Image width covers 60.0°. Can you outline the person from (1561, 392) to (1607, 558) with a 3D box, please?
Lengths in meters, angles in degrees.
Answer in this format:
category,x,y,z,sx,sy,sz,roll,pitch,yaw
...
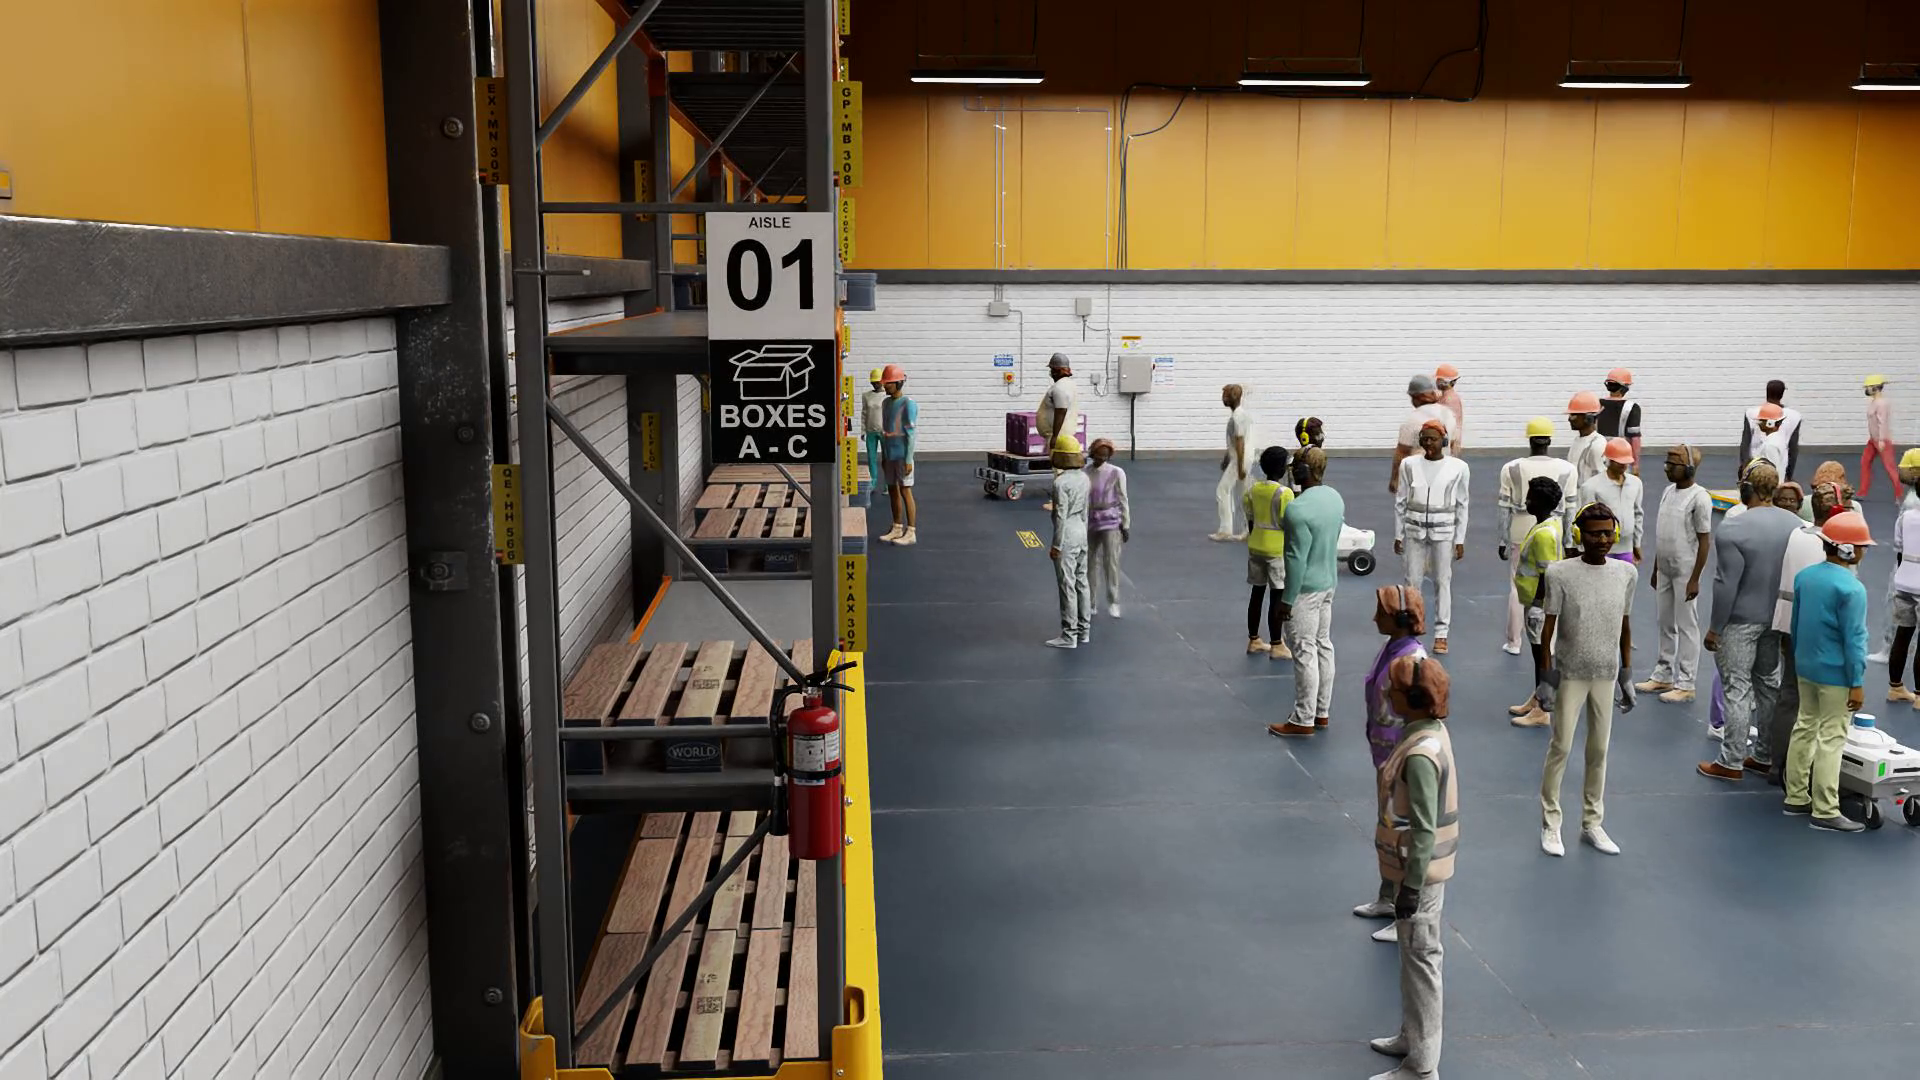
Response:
category,x,y,z,sx,sy,sz,roll,pitch,yaw
person,5.333,-0.255,14.310,0.391,2.040,0.614,0,9,2

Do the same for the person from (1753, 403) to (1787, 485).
category,x,y,z,sx,sy,sz,roll,pitch,yaw
person,8.116,-0.500,16.751,0.332,1.750,0.573,5,10,29

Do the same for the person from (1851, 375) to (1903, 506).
category,x,y,z,sx,sy,sz,roll,pitch,yaw
person,12.231,-1.321,22.039,0.639,1.721,0.590,2,9,15

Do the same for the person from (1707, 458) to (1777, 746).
category,x,y,z,sx,sy,sz,roll,pitch,yaw
person,5.113,0.390,10.806,0.313,1.869,0.538,9,13,44

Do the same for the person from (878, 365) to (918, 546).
category,x,y,z,sx,sy,sz,roll,pitch,yaw
person,-0.722,-0.951,18.717,0.407,2.034,0.608,-6,11,-35

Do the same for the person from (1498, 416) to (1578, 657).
category,x,y,z,sx,sy,sz,roll,pitch,yaw
person,4.580,-0.025,13.254,0.587,1.919,0.397,2,9,14

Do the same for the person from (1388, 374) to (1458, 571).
category,x,y,z,sx,sy,sz,roll,pitch,yaw
person,4.677,-0.708,17.162,0.708,2.000,0.703,-6,11,-32

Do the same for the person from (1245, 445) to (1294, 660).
category,x,y,z,sx,sy,sz,roll,pitch,yaw
person,2.470,0.099,13.167,0.319,1.698,0.532,-5,11,-31

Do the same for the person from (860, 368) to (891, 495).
category,x,y,z,sx,sy,sz,roll,pitch,yaw
person,-1.133,-1.492,22.978,0.527,1.761,0.341,4,10,24

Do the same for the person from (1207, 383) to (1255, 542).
category,x,y,z,sx,sy,sz,roll,pitch,yaw
person,3.083,-0.871,18.883,0.684,1.818,0.542,3,10,18

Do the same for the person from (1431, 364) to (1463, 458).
category,x,y,z,sx,sy,sz,roll,pitch,yaw
person,5.729,-1.082,19.648,0.378,1.996,0.611,4,10,21

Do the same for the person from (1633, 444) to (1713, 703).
category,x,y,z,sx,sy,sz,roll,pitch,yaw
person,5.109,0.235,11.856,0.343,1.846,0.507,-2,9,-12

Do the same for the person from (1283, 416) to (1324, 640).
category,x,y,z,sx,sy,sz,roll,pitch,yaw
person,2.876,-0.089,13.800,0.328,1.876,0.513,5,10,28

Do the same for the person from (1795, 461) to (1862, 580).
category,x,y,z,sx,sy,sz,roll,pitch,yaw
person,6.566,0.211,12.665,0.508,1.632,0.265,7,11,36

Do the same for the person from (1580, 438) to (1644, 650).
category,x,y,z,sx,sy,sz,roll,pitch,yaw
person,5.270,0.038,13.437,0.574,1.737,0.354,-3,9,-16

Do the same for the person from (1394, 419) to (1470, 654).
category,x,y,z,sx,sy,sz,roll,pitch,yaw
person,3.780,-0.029,13.393,0.578,1.883,0.353,5,10,26

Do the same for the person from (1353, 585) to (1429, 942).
category,x,y,z,sx,sy,sz,roll,pitch,yaw
person,2.005,1.013,7.612,0.312,1.639,0.518,0,9,0

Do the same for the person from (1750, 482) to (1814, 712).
category,x,y,z,sx,sy,sz,roll,pitch,yaw
person,5.582,0.415,11.355,0.512,1.645,0.309,7,12,38

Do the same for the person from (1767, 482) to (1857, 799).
category,x,y,z,sx,sy,sz,roll,pitch,yaw
person,4.966,0.577,9.704,0.377,1.844,0.567,-2,9,-10

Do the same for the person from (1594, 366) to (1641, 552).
category,x,y,z,sx,sy,sz,roll,pitch,yaw
person,7.141,-0.872,18.186,0.395,2.042,0.611,-9,12,-43

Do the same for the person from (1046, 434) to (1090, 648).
category,x,y,z,sx,sy,sz,roll,pitch,yaw
person,0.875,0.006,13.610,0.319,1.742,0.492,6,11,33

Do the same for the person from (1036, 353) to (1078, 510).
category,x,y,z,sx,sy,sz,roll,pitch,yaw
person,1.247,-1.409,21.561,0.537,2.000,0.678,3,9,15

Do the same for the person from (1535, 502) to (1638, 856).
category,x,y,z,sx,sy,sz,roll,pitch,yaw
person,3.285,0.725,8.702,0.532,1.870,0.319,-1,9,-5

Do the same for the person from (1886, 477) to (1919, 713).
category,x,y,z,sx,sy,sz,roll,pitch,yaw
person,6.722,0.351,11.594,0.319,1.696,0.532,-1,9,-8

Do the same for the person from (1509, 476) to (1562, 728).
category,x,y,z,sx,sy,sz,roll,pitch,yaw
person,3.896,0.413,11.198,0.318,1.696,0.536,3,9,17

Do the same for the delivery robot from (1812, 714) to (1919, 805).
category,x,y,z,sx,sy,sz,roll,pitch,yaw
delivery robot,5.084,1.226,9.378,0.477,0.478,0.707,-2,9,-11

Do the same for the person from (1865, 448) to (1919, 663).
category,x,y,z,sx,sy,sz,roll,pitch,yaw
person,7.452,0.153,12.799,0.476,1.717,0.703,-7,11,-36

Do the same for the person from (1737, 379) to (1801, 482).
category,x,y,z,sx,sy,sz,roll,pitch,yaw
person,8.871,-0.817,18.289,0.614,1.895,0.517,2,9,11

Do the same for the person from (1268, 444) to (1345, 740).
category,x,y,z,sx,sy,sz,roll,pitch,yaw
person,2.276,0.338,10.917,0.372,1.940,0.631,7,11,36

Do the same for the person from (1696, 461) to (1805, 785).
category,x,y,z,sx,sy,sz,roll,pitch,yaw
person,4.725,0.492,9.942,0.636,1.939,0.363,-3,10,-21

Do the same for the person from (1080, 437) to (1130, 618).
category,x,y,z,sx,sy,sz,roll,pitch,yaw
person,1.197,-0.107,14.708,0.663,1.627,0.378,7,11,36

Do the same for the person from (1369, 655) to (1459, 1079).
category,x,y,z,sx,sy,sz,roll,pitch,yaw
person,1.699,1.235,6.217,0.308,1.639,0.523,3,9,16

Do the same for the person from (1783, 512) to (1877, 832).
category,x,y,z,sx,sy,sz,roll,pitch,yaw
person,4.799,0.712,9.144,0.333,1.749,0.574,-1,9,-4
